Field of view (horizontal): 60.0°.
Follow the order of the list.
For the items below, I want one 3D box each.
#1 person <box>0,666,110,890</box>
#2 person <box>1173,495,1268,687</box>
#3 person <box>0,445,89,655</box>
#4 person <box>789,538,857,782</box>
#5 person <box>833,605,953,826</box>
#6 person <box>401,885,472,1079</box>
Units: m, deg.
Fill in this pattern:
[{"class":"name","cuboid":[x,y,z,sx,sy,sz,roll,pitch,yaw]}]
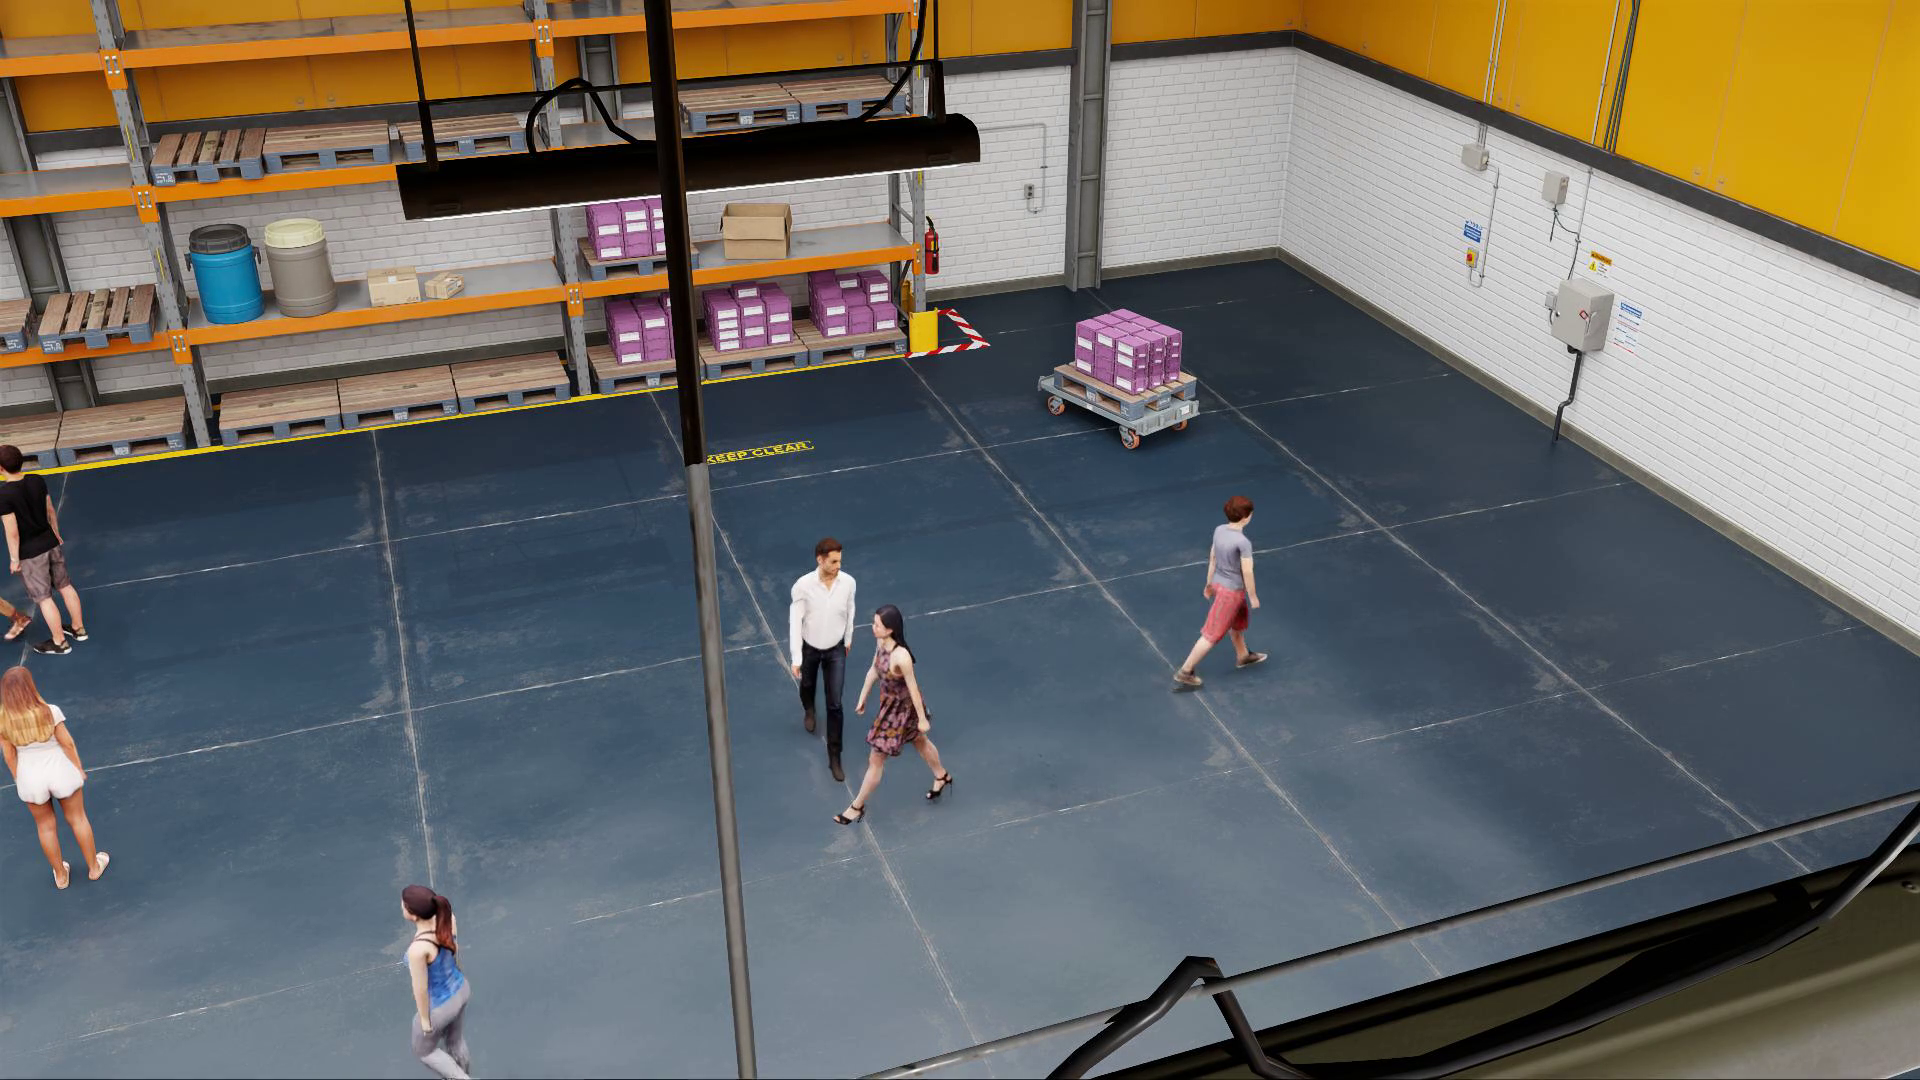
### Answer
[{"class":"person","cuboid":[-6.091,1.579,11.092,0.478,1.697,0.622,-10,30,-18]},{"class":"person","cuboid":[2.064,0.445,13.248,1.149,1.623,0.601,-12,31,-20]},{"class":"person","cuboid":[-7.602,0.070,13.688,0.787,1.860,0.768,8,30,14]},{"class":"person","cuboid":[-1.062,0.784,12.427,1.224,1.814,0.869,-6,29,-11]},{"class":"person","cuboid":[-0.356,1.222,11.730,1.177,1.712,0.679,-12,31,-21]},{"class":"person","cuboid":[-2.846,2.594,9.331,0.809,1.600,0.742,9,30,16]}]
